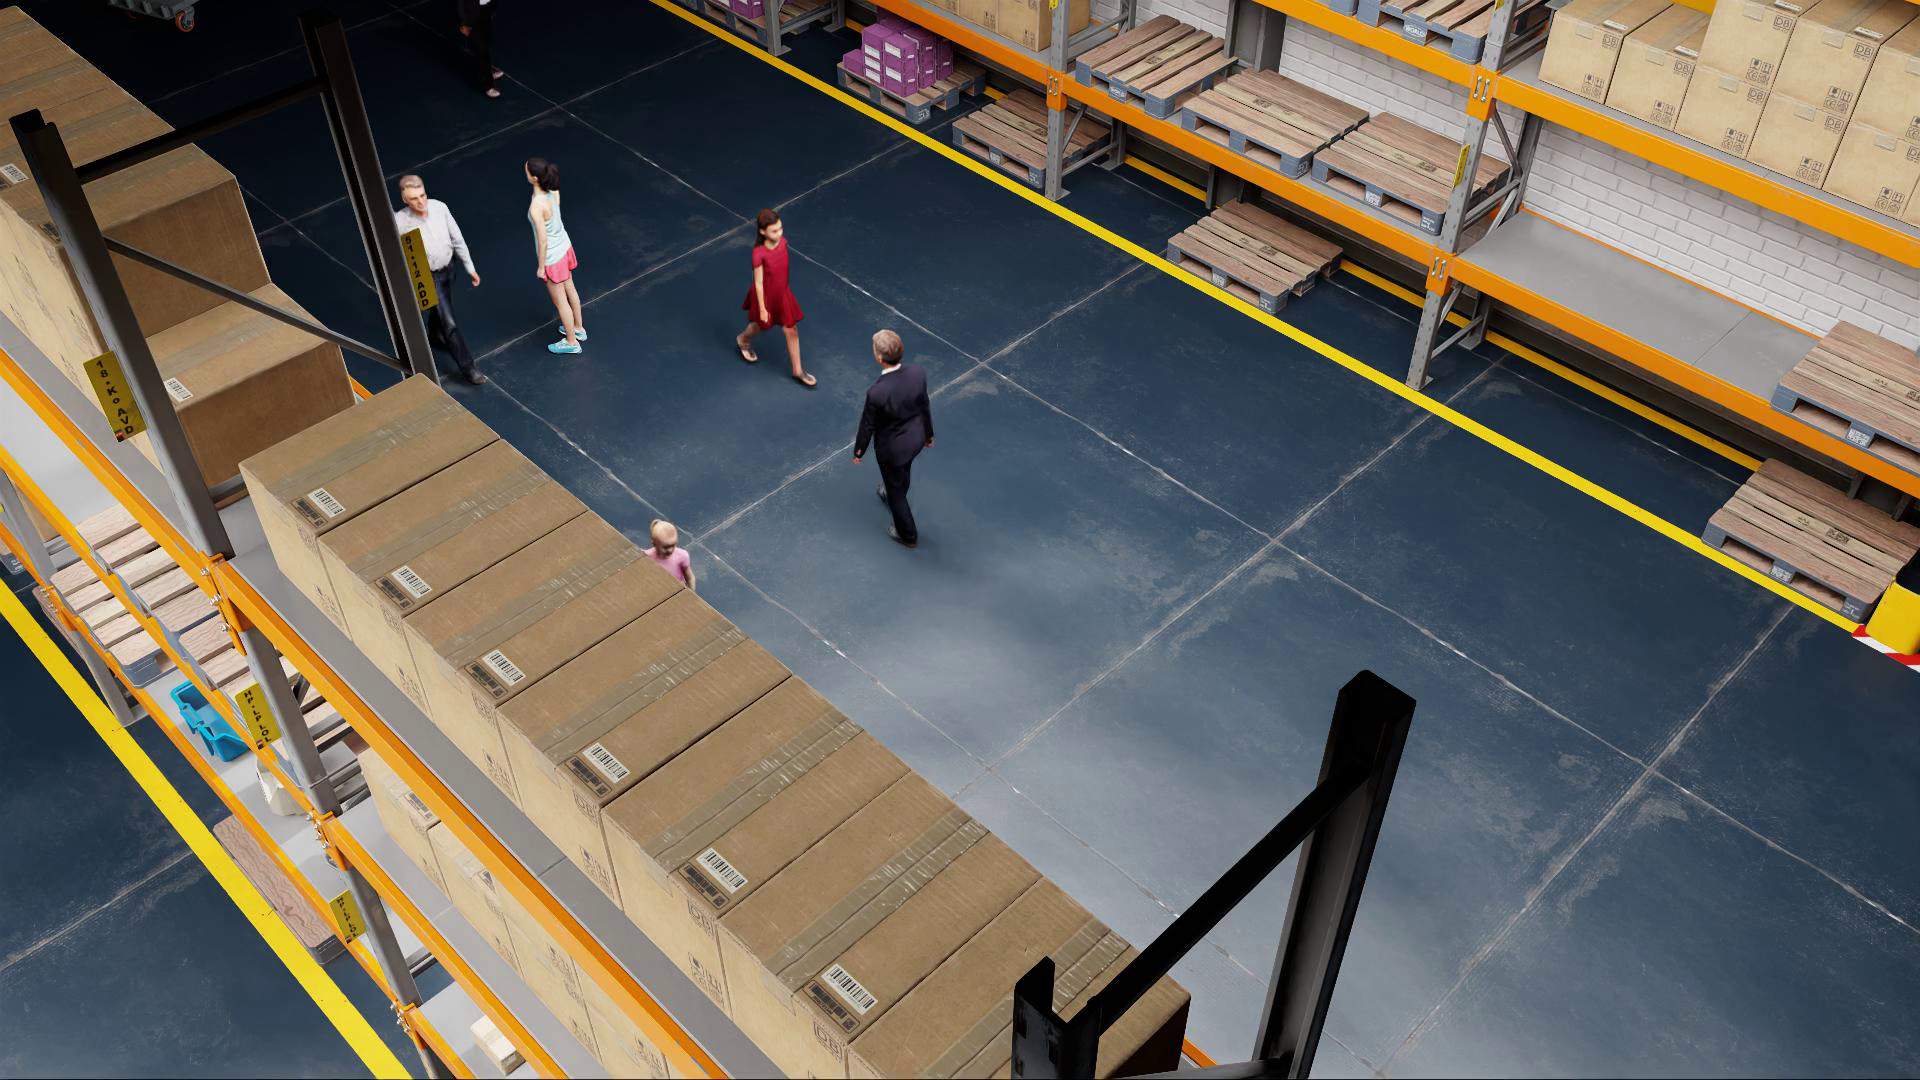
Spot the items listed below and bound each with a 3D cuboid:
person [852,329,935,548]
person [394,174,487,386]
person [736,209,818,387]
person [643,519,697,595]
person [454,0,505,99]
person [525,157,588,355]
[{"bbox_3d":[-0.395,-0.663,11.592,0.764,1.804,0.877,-29,51,-27],"label":"person"},{"bbox_3d":[-4.195,-2.160,13.184,1.177,1.776,0.671,33,52,30],"label":"person"},{"bbox_3d":[-1.545,-1.962,13.157,1.054,1.526,0.582,32,52,29],"label":"person"},{"bbox_3d":[-1.949,0.301,10.982,0.632,1.250,0.705,-4,44,-4],"label":"person"},{"bbox_3d":[-4.833,-5.234,16.533,0.856,1.607,0.836,8,44,8],"label":"person"},{"bbox_3d":[-3.254,-2.283,13.320,0.738,1.765,0.696,8,44,8],"label":"person"}]
